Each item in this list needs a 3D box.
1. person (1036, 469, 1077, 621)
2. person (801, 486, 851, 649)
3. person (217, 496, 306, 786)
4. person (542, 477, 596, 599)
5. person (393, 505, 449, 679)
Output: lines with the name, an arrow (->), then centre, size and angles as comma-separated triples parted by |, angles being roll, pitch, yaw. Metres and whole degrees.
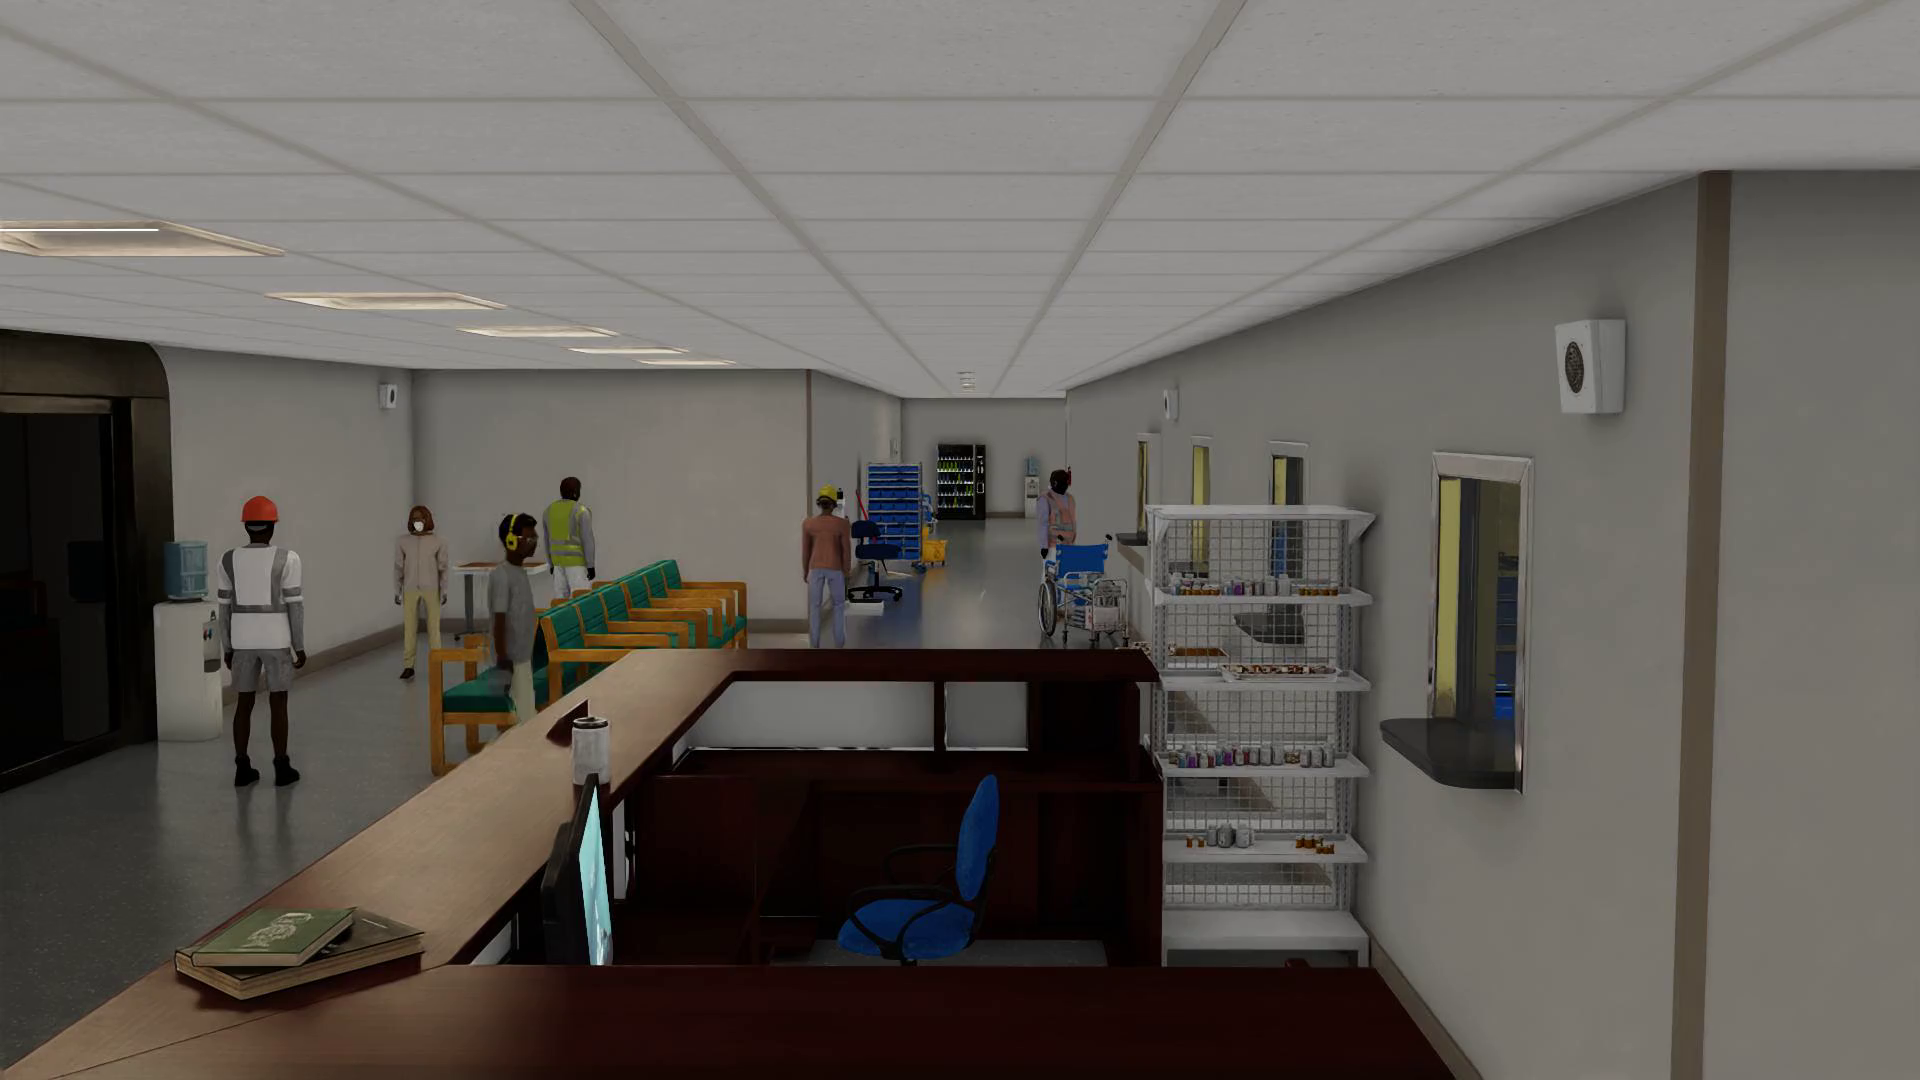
person -> 1.200, 0.061, 20.204 | 0.429, 1.841, 0.633 | 4, 5, 42
person -> -1.385, 0.317, 17.217 | 0.526, 1.760, 0.355 | 1, 4, 7
person -> -4.636, 0.672, 11.072 | 0.550, 1.930, 0.389 | 0, 4, -1
person -> -4.074, 0.254, 17.493 | 0.633, 1.842, 0.429 | 2, 5, 29
person -> -5.060, 0.490, 15.626 | 0.499, 1.633, 0.286 | -1, 4, -11
